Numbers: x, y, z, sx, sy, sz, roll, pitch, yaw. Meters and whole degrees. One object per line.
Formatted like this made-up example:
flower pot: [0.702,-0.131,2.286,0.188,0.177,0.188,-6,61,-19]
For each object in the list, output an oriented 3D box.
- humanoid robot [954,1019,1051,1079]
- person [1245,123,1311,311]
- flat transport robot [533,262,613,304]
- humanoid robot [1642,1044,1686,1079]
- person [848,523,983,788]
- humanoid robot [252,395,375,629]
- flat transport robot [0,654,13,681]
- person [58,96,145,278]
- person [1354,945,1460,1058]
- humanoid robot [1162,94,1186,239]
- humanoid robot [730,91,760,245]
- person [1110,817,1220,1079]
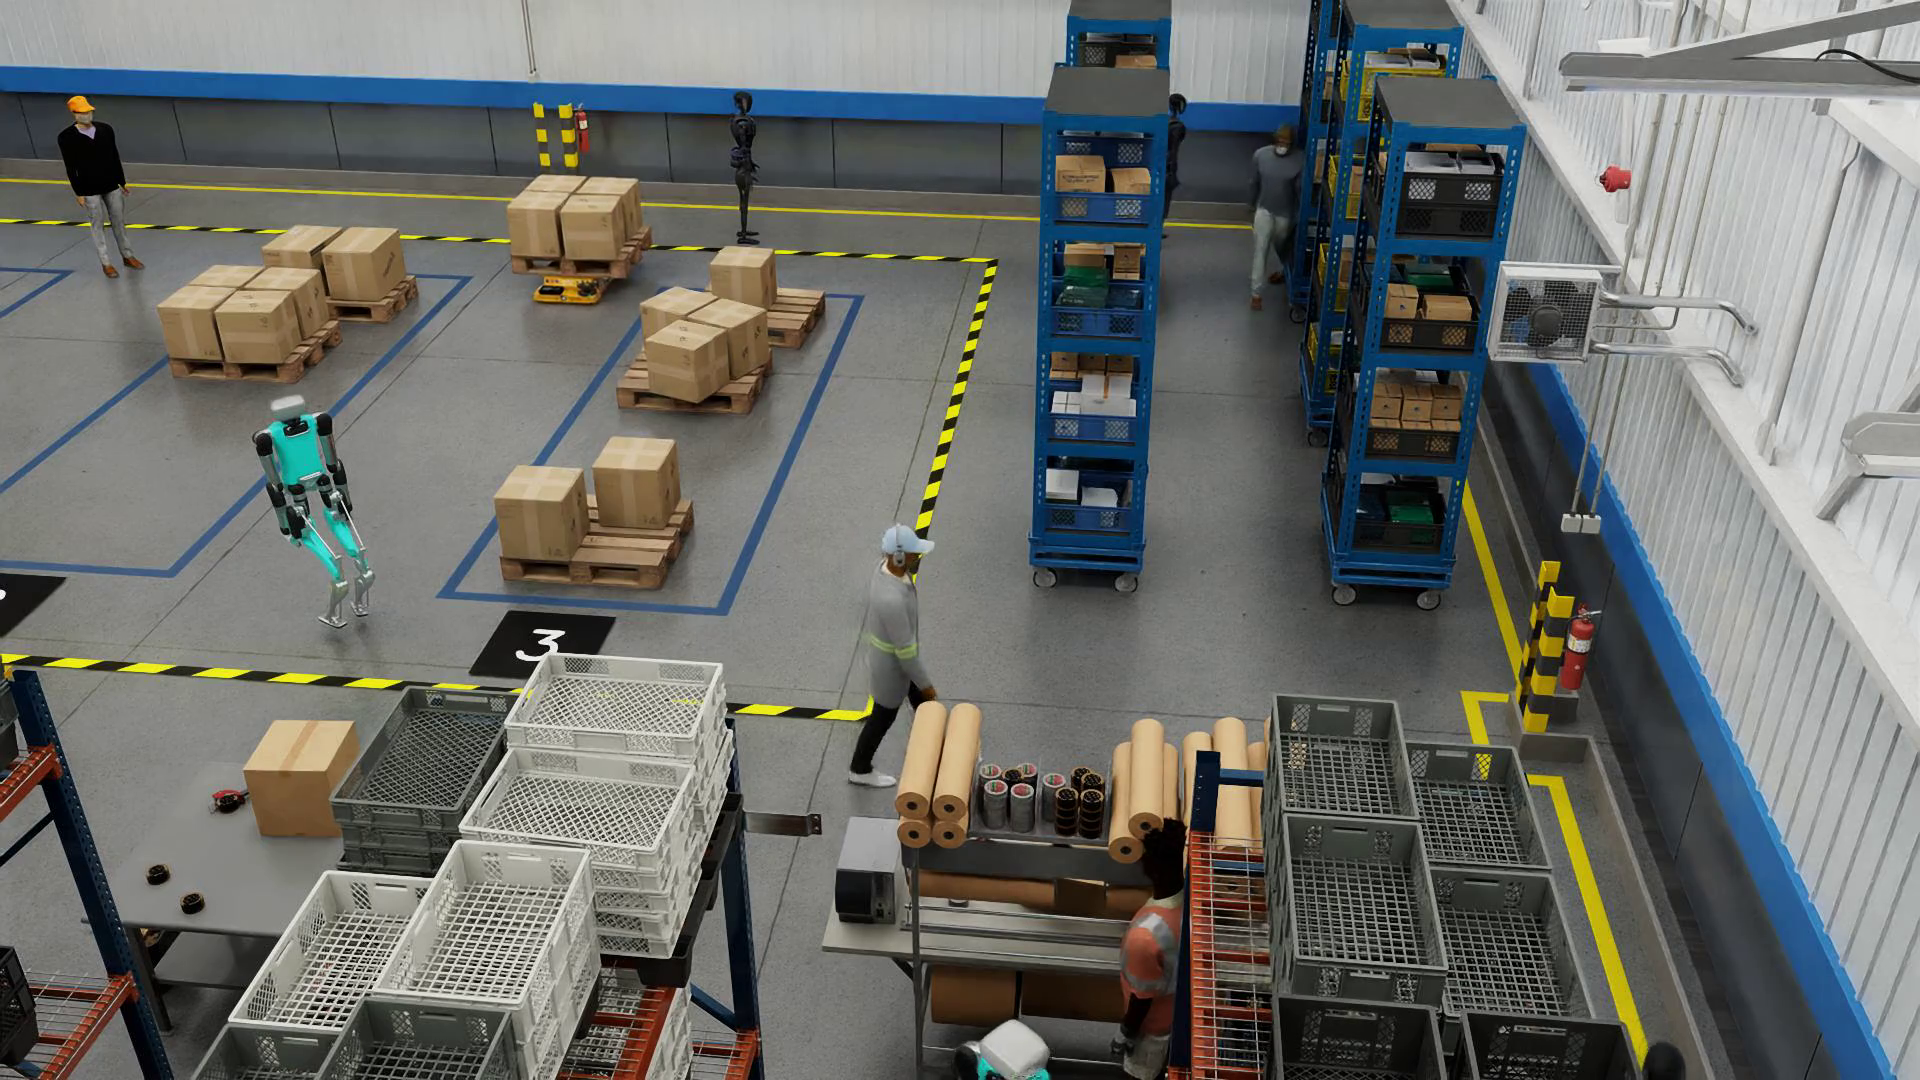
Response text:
humanoid robot: [0.043,2.778,6.529,0.530,1.882,0.768,22,37,33]
person: [3.212,-3.339,16.812,0.661,1.886,0.925,13,33,21]
flat transport robot: [-3.966,-2.860,17.558,0.652,0.197,1.431,3,30,6]
humanoid robot: [2.727,2.618,6.832,0.590,1.654,0.685,8,31,14]
person: [-0.294,0.716,9.910,0.730,1.826,0.598,2,30,3]
humanoid robot: [-4.312,-0.137,11.320,0.533,1.673,0.735,-26,39,-37]
flat transport robot: [-7.142,0.969,11.010,1.431,0.231,0.659,3,30,6]
person: [-9.018,-3.710,17.442,0.361,1.884,0.587,20,36,31]
person: [1.857,2.293,7.230,0.941,1.799,0.637,6,31,11]
humanoid robot: [2.221,-4.064,18.258,0.455,1.648,0.617,-1,30,-2]
humanoid robot: [-2.366,-4.123,18.342,0.315,1.655,0.599,-2,30,-3]
person: [0.891,2.046,7.474,0.368,1.966,0.603,21,36,31]
